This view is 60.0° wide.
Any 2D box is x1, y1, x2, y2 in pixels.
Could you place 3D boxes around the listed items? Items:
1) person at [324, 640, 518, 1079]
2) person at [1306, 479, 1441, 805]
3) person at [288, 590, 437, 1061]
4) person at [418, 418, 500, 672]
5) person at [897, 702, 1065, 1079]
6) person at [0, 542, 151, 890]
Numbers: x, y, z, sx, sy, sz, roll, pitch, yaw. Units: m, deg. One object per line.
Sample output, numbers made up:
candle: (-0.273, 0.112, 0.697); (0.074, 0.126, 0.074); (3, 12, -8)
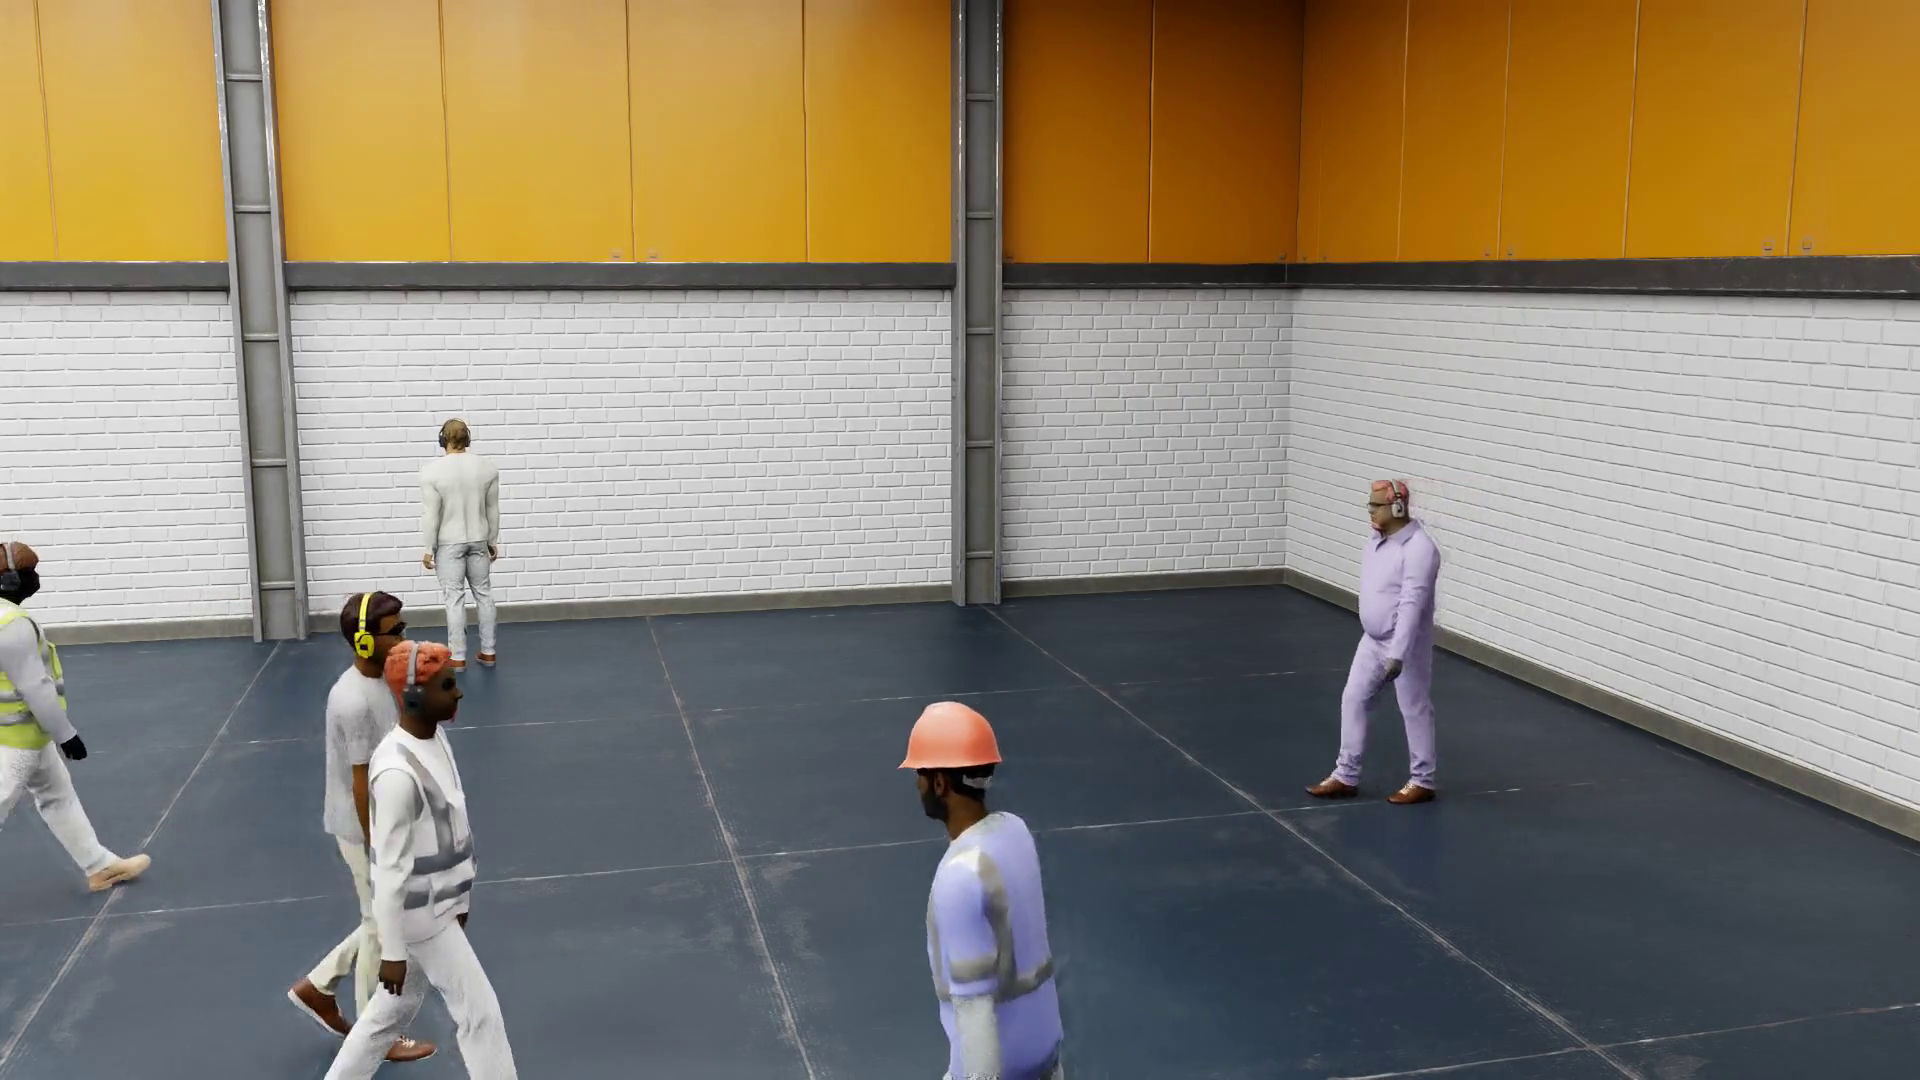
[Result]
person: (-1.823, 1.232, 5.596); (0.963, 1.841, 0.587); (-2, 9, -9)
person: (2.369, 0.595, 9.428); (0.847, 1.872, 0.667); (-3, 10, -18)
person: (-2.295, 1.104, 6.336); (0.472, 1.859, 0.511); (-1, 9, -7)
person: (-3.817, 0.039, 12.719); (0.628, 1.939, 0.374); (-8, 12, -42)
person: (0.124, 1.386, 4.527); (1.015, 1.880, 0.593); (4, 10, 23)
person: (-4.433, 0.899, 7.844); (1.004, 1.791, 0.622); (-7, 12, -39)
